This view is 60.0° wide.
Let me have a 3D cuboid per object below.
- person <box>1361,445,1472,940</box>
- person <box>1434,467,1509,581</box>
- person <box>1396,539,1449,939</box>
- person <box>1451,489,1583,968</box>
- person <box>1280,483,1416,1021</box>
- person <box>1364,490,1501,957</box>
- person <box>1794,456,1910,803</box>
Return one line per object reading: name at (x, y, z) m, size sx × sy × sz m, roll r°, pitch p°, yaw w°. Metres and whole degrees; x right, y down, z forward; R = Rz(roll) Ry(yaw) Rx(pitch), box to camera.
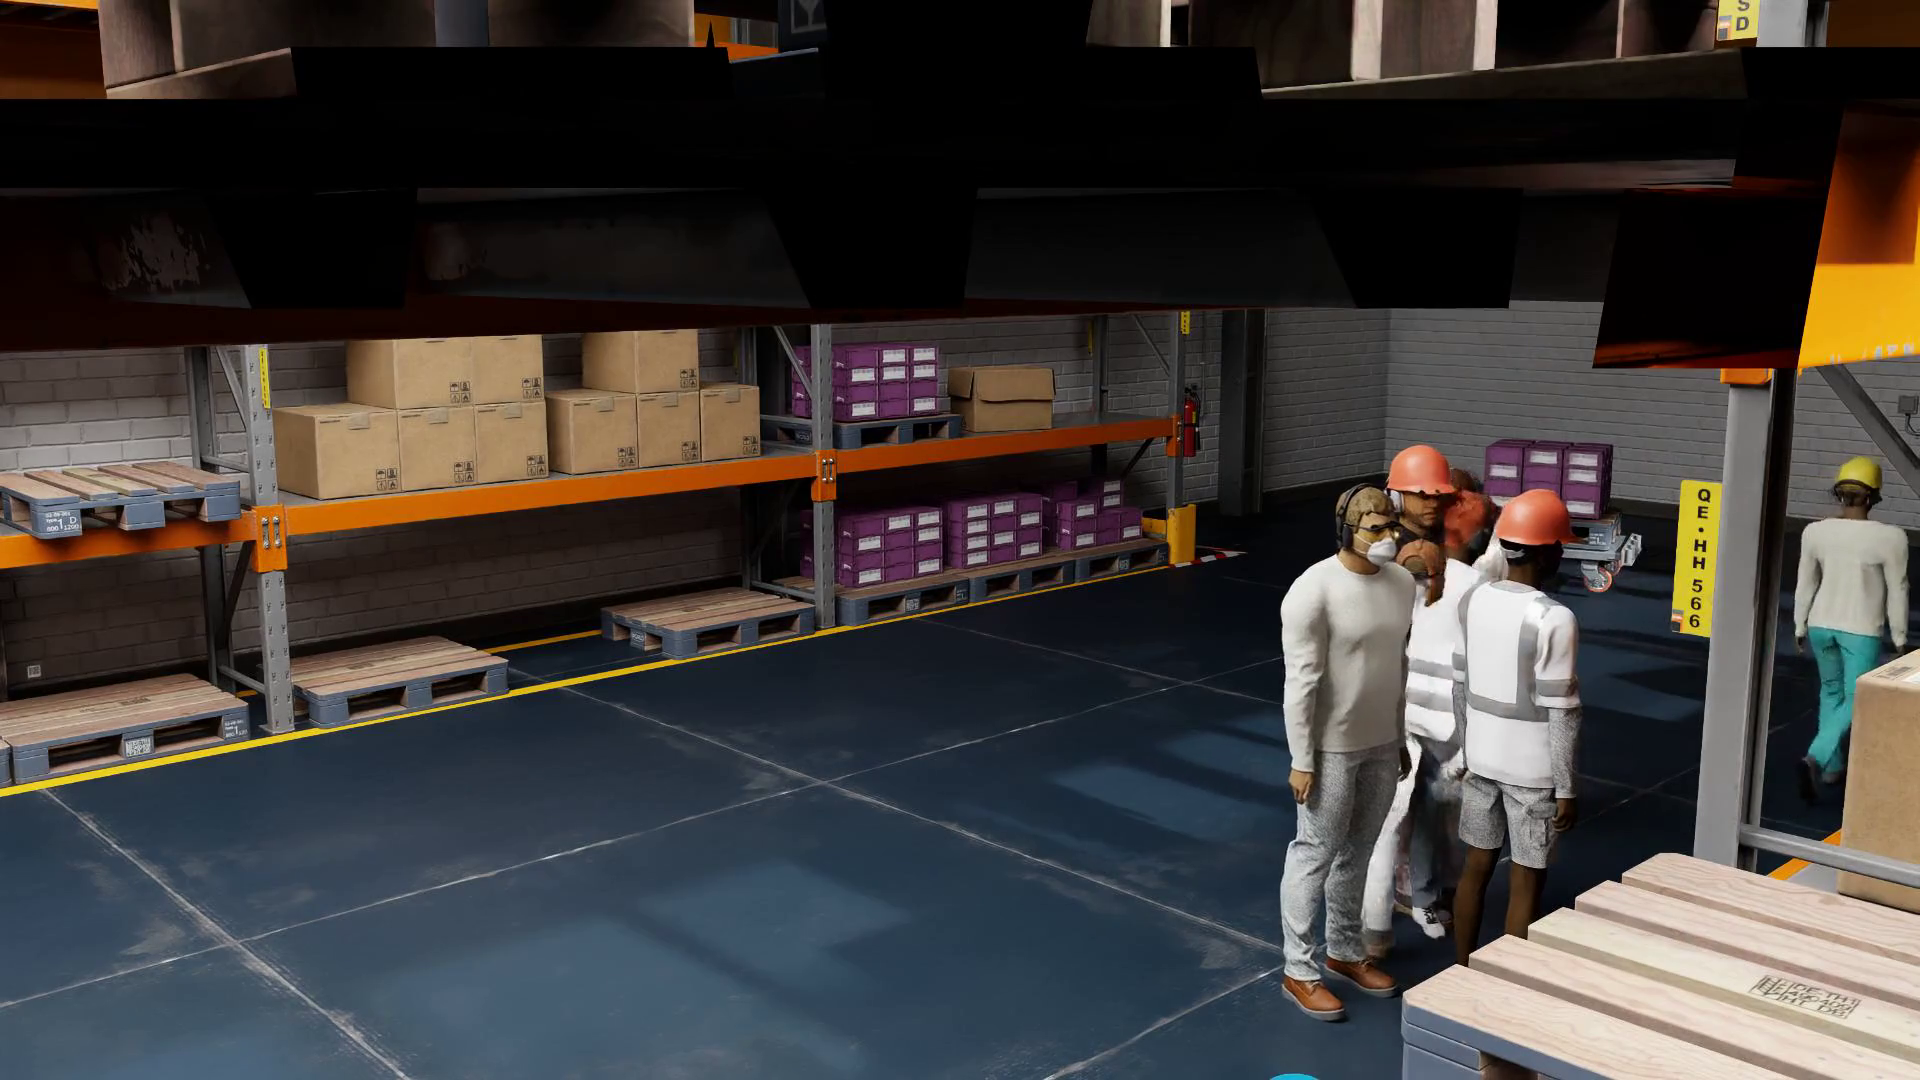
person at (1.802, 0.610, 6.701) m, size 0.611 × 1.996 × 0.379 m, roll -4°, pitch 10°, yaw -21°
person at (2.291, 0.561, 7.625) m, size 0.646 × 1.819 × 0.682 m, roll 7°, pitch 12°, yaw 34°
person at (1.806, 0.798, 6.657) m, size 0.504 × 1.631 × 0.282 m, roll 1°, pitch 10°, yaw 3°
person at (1.970, 0.782, 5.862) m, size 0.359 × 1.938 × 0.545 m, roll -5°, pitch 11°, yaw -27°
person at (1.415, 0.750, 6.046) m, size 0.631 × 1.938 × 0.362 m, roll -7°, pitch 12°, yaw -36°
person at (1.911, 0.705, 6.663) m, size 0.591 × 1.823 × 1.032 m, roll 7°, pitch 12°, yaw 34°
person at (4.421, 0.452, 8.368) m, size 0.727 × 1.740 × 0.530 m, roll -6°, pitch 12°, yaw -32°
